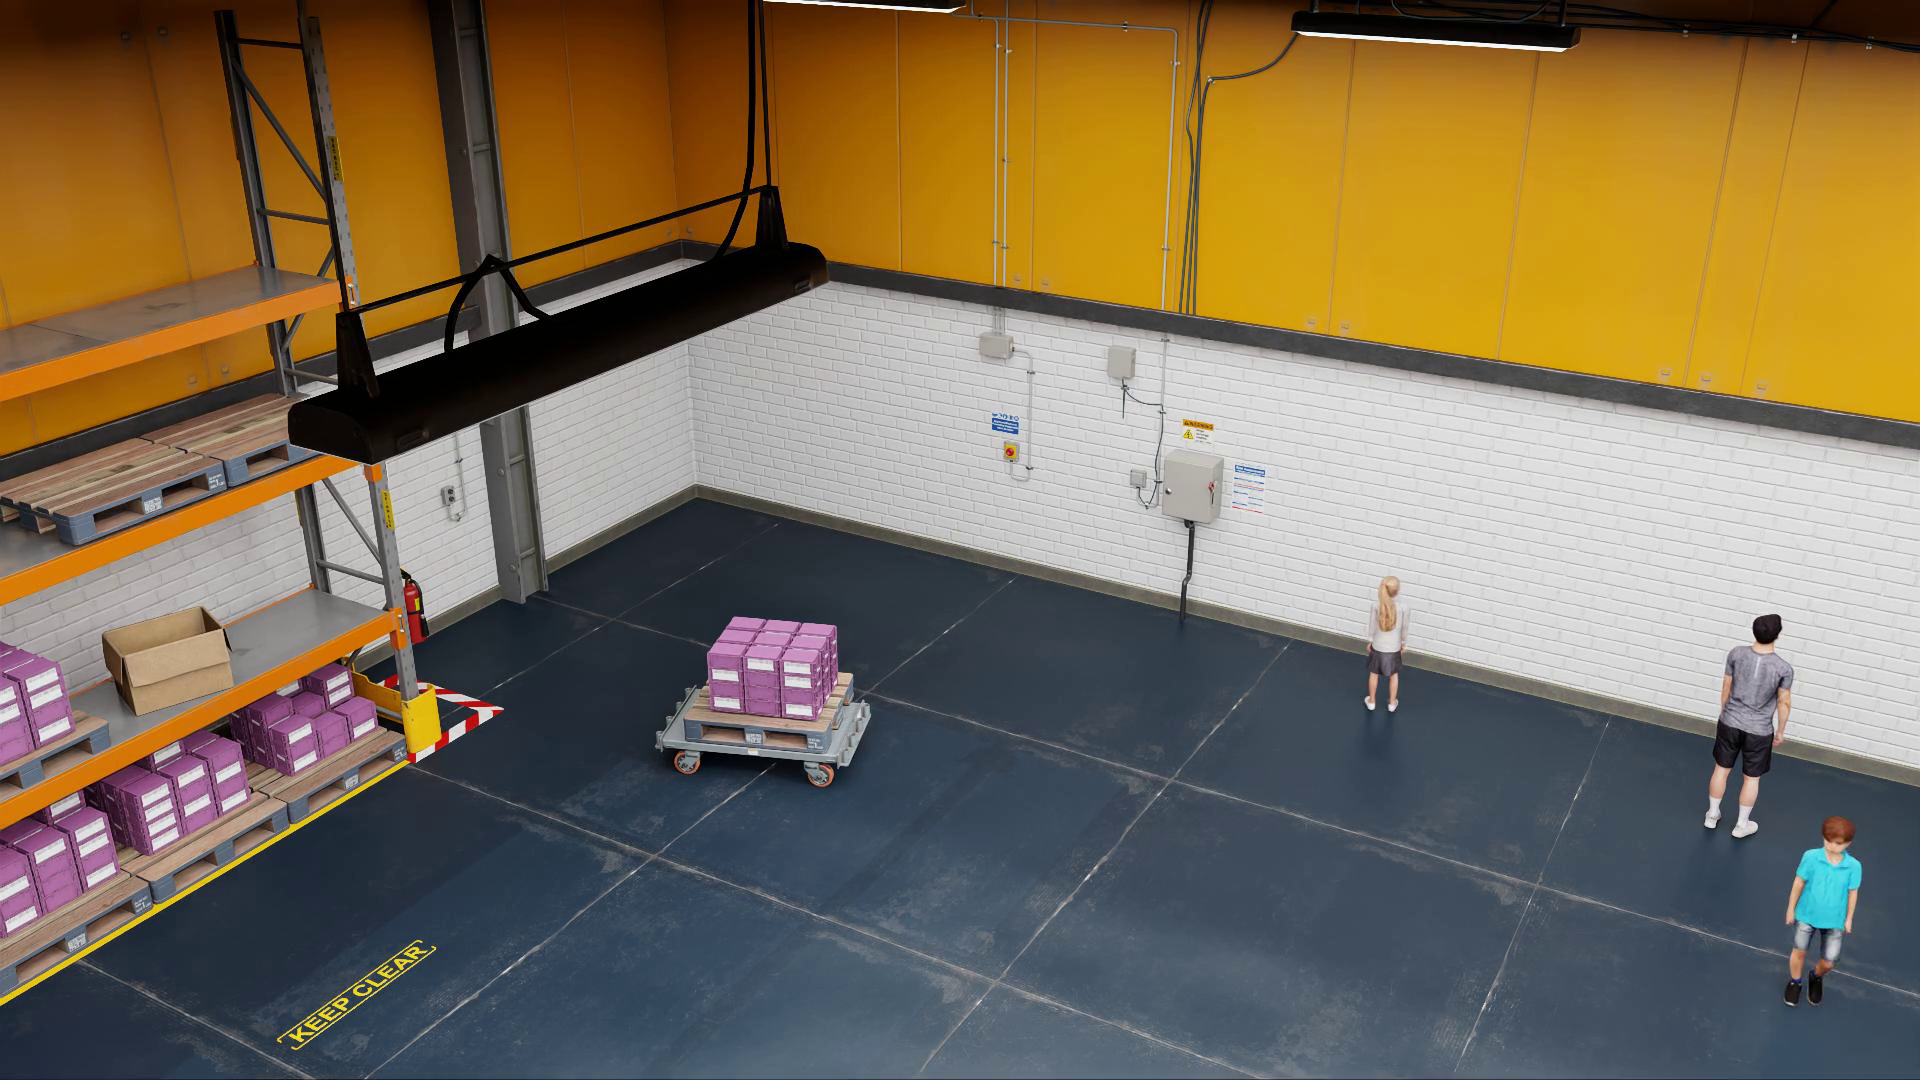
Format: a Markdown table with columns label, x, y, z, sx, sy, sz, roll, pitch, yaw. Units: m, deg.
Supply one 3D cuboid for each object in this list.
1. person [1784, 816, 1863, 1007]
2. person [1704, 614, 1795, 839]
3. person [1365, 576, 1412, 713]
| label | x | y | z | sx | sy | sz | roll | pitch | yaw |
| --- | --- | --- | --- | --- | --- | --- | --- | --- | --- |
| person | 5.691 | 2.424 | 10.976 | 0.530 | 1.438 | 0.536 | 13 | 27 | 27 |
| person | 6.037 | 1.410 | 12.754 | 0.698 | 1.871 | 0.626 | 20 | 30 | 38 |
| person | 3.762 | 0.906 | 14.651 | 0.558 | 1.275 | 0.587 | 6 | 24 | 12 |
